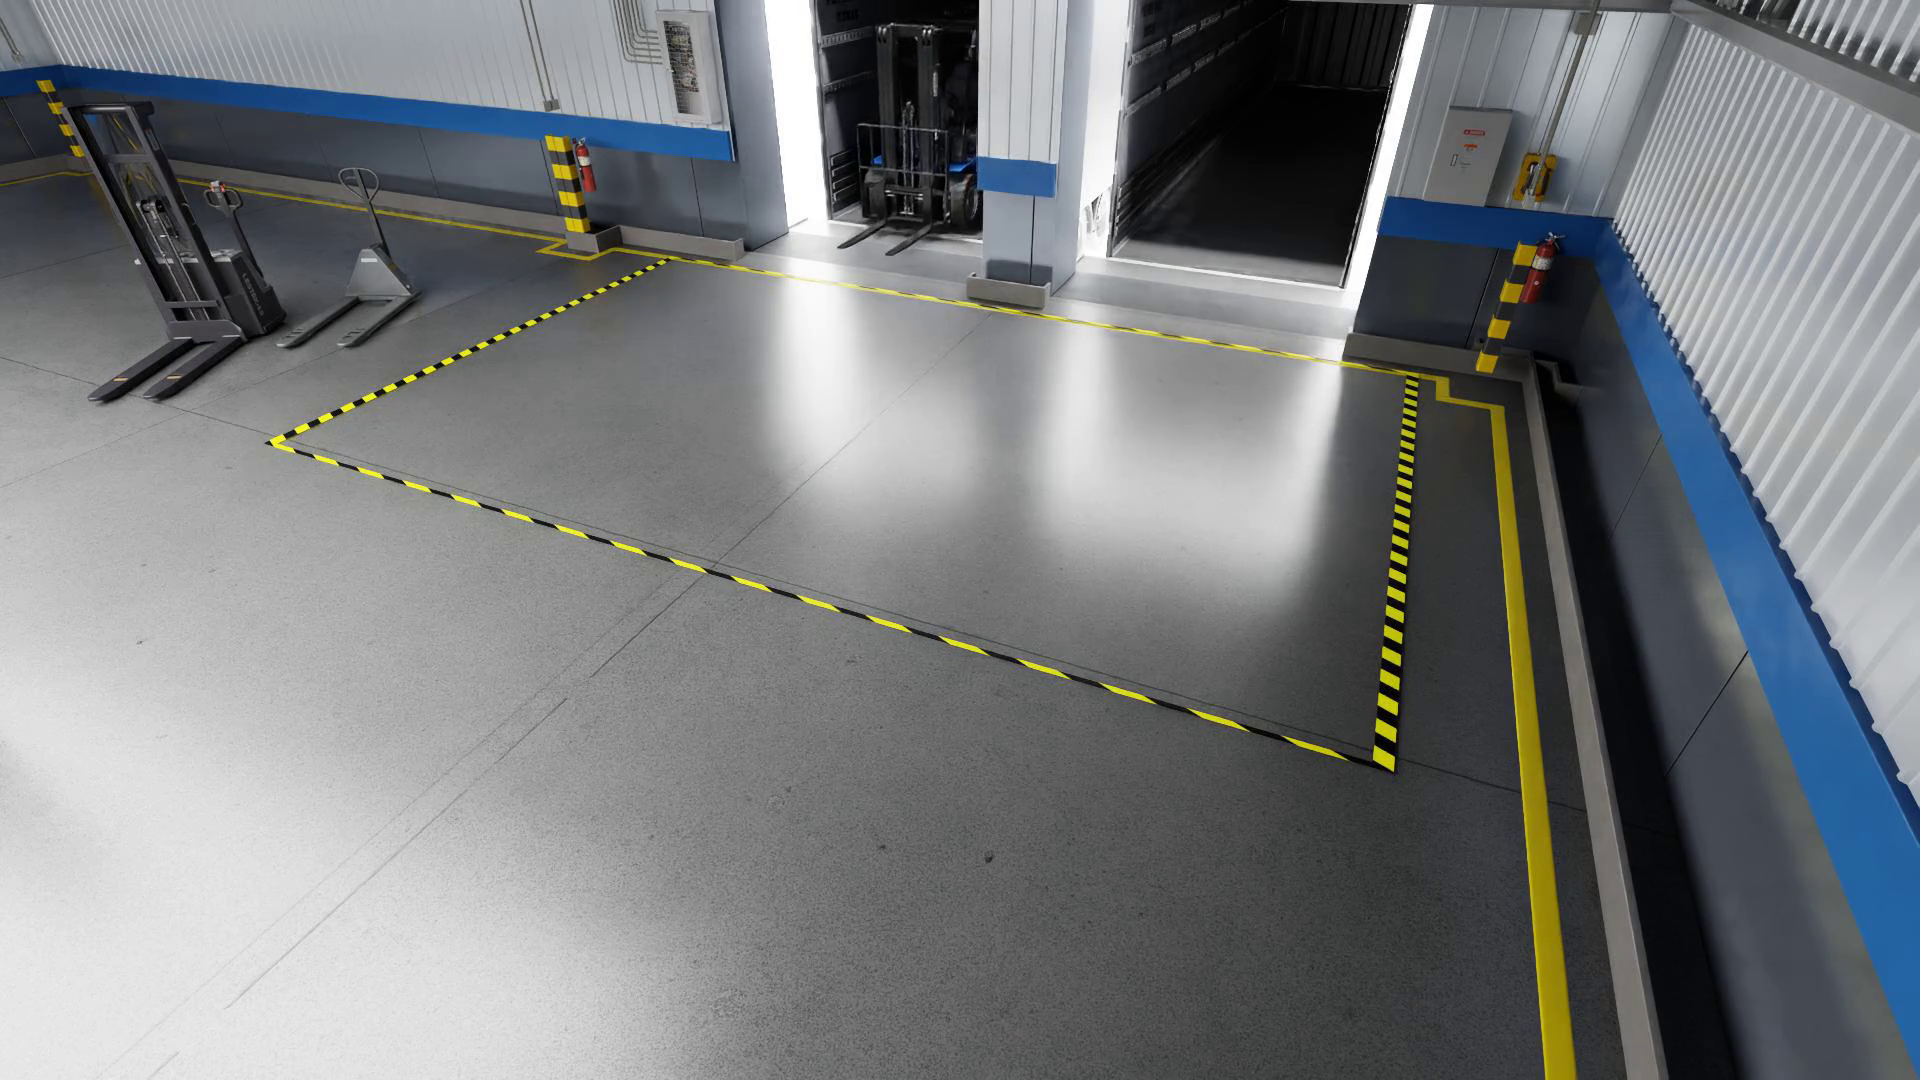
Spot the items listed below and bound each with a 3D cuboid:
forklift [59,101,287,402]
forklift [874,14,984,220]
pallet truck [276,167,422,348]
[{"bbox_3d":[-6.686,-2.387,7.434,0.823,1.965,1.885,-3,35,-5],"label":"forklift"},{"bbox_3d":[-0.150,-5.226,11.167,1.157,2.036,2.680,13,37,18],"label":"forklift"},{"bbox_3d":[-5.732,-2.611,8.414,0.680,1.201,1.601,-1,35,-1],"label":"pallet truck"}]
